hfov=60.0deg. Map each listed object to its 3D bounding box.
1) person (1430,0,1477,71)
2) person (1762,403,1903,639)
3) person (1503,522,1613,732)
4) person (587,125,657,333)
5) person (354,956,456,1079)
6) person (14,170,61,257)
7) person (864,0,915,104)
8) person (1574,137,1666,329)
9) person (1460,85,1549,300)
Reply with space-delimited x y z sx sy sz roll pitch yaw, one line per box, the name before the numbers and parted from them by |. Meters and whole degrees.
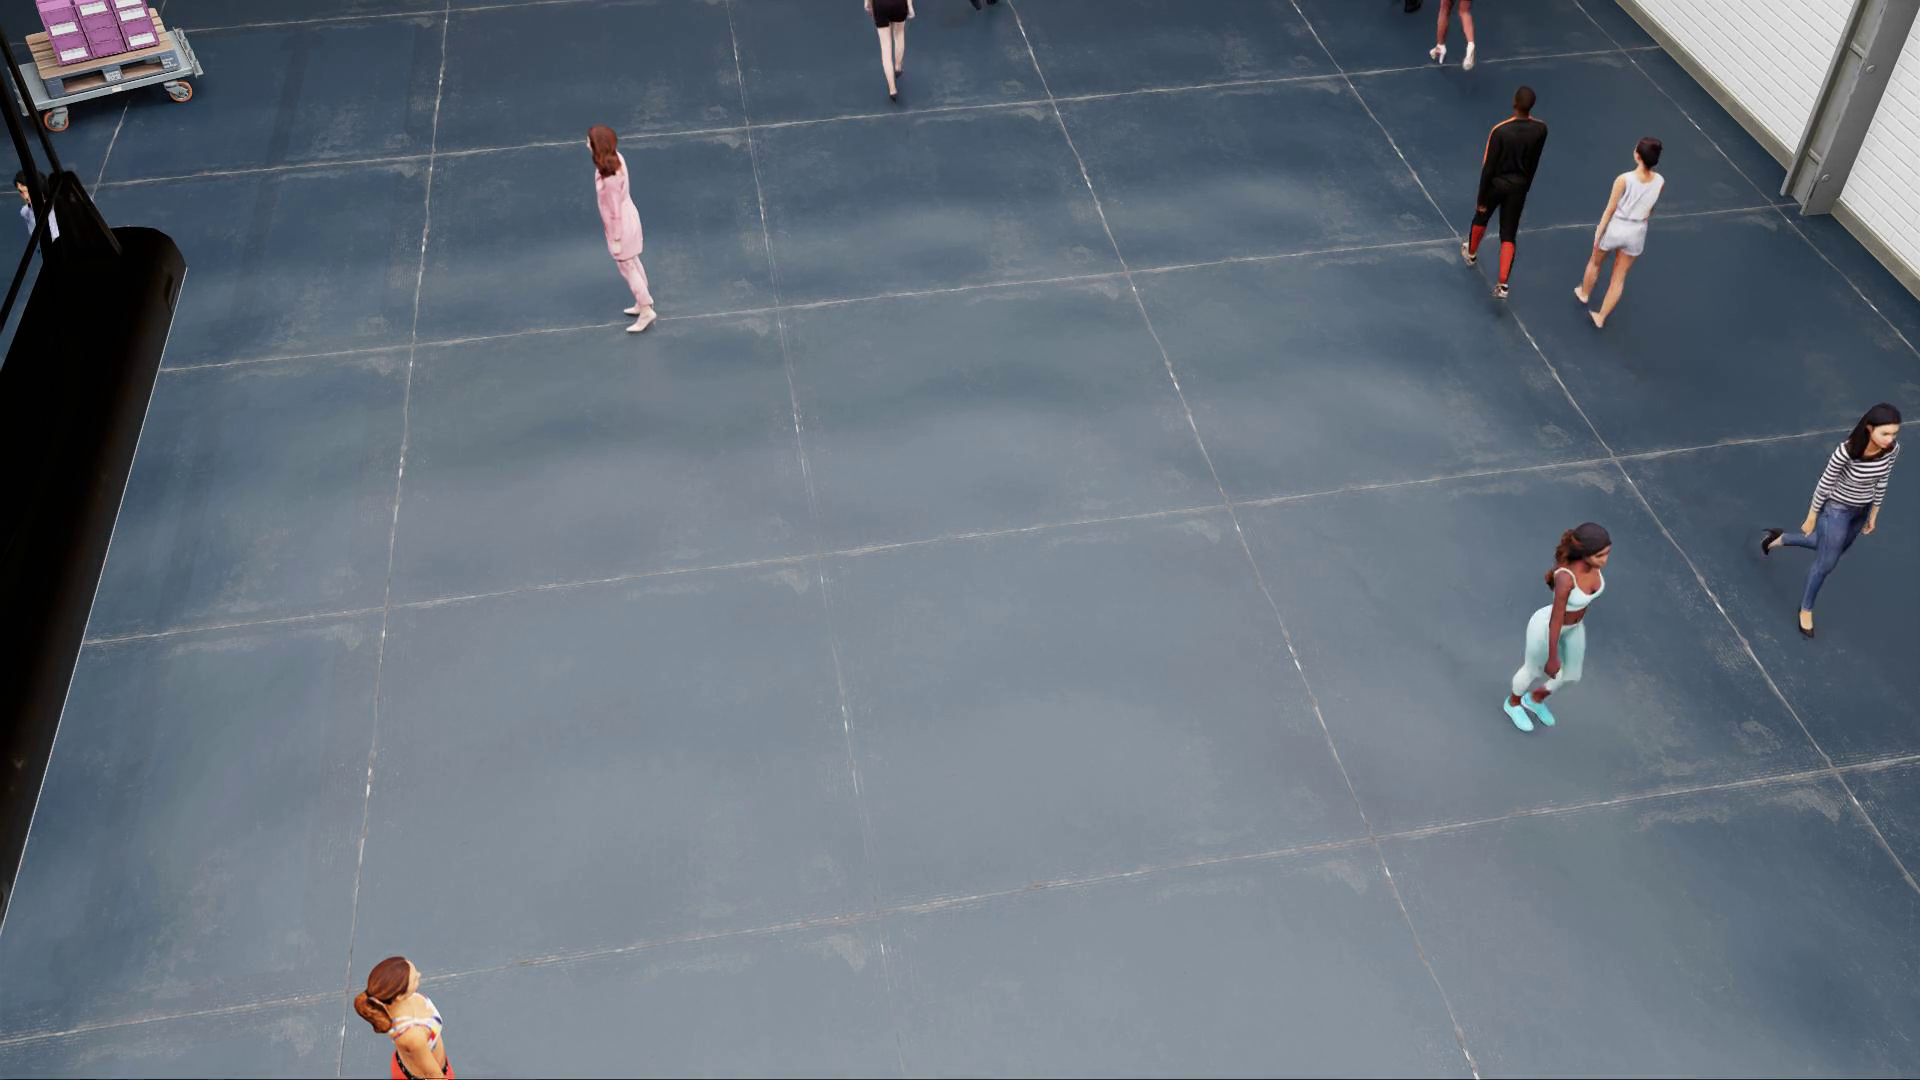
person | 4.909 -5.377 16.176 0.559 1.771 0.925 -8 44 -8
person | 5.641 -0.205 10.747 0.661 1.770 1.011 -10 45 -10
person | 3.534 0.511 10.038 0.667 1.712 0.709 -24 48 -23
person | -2.647 -2.457 13.092 0.659 1.795 0.475 -6 44 -7
person | -2.532 2.533 7.862 0.710 1.786 0.610 -30 51 -28
person | -6.762 -2.141 12.828 0.830 1.703 1.146 1 44 1
person | -0.660 -4.997 15.750 0.651 1.808 0.933 -4 44 -5
person | 5.268 -2.385 13.146 0.696 1.618 0.848 0 44 0
person | 4.439 -2.785 13.454 0.831 1.772 1.247 3 44 4
